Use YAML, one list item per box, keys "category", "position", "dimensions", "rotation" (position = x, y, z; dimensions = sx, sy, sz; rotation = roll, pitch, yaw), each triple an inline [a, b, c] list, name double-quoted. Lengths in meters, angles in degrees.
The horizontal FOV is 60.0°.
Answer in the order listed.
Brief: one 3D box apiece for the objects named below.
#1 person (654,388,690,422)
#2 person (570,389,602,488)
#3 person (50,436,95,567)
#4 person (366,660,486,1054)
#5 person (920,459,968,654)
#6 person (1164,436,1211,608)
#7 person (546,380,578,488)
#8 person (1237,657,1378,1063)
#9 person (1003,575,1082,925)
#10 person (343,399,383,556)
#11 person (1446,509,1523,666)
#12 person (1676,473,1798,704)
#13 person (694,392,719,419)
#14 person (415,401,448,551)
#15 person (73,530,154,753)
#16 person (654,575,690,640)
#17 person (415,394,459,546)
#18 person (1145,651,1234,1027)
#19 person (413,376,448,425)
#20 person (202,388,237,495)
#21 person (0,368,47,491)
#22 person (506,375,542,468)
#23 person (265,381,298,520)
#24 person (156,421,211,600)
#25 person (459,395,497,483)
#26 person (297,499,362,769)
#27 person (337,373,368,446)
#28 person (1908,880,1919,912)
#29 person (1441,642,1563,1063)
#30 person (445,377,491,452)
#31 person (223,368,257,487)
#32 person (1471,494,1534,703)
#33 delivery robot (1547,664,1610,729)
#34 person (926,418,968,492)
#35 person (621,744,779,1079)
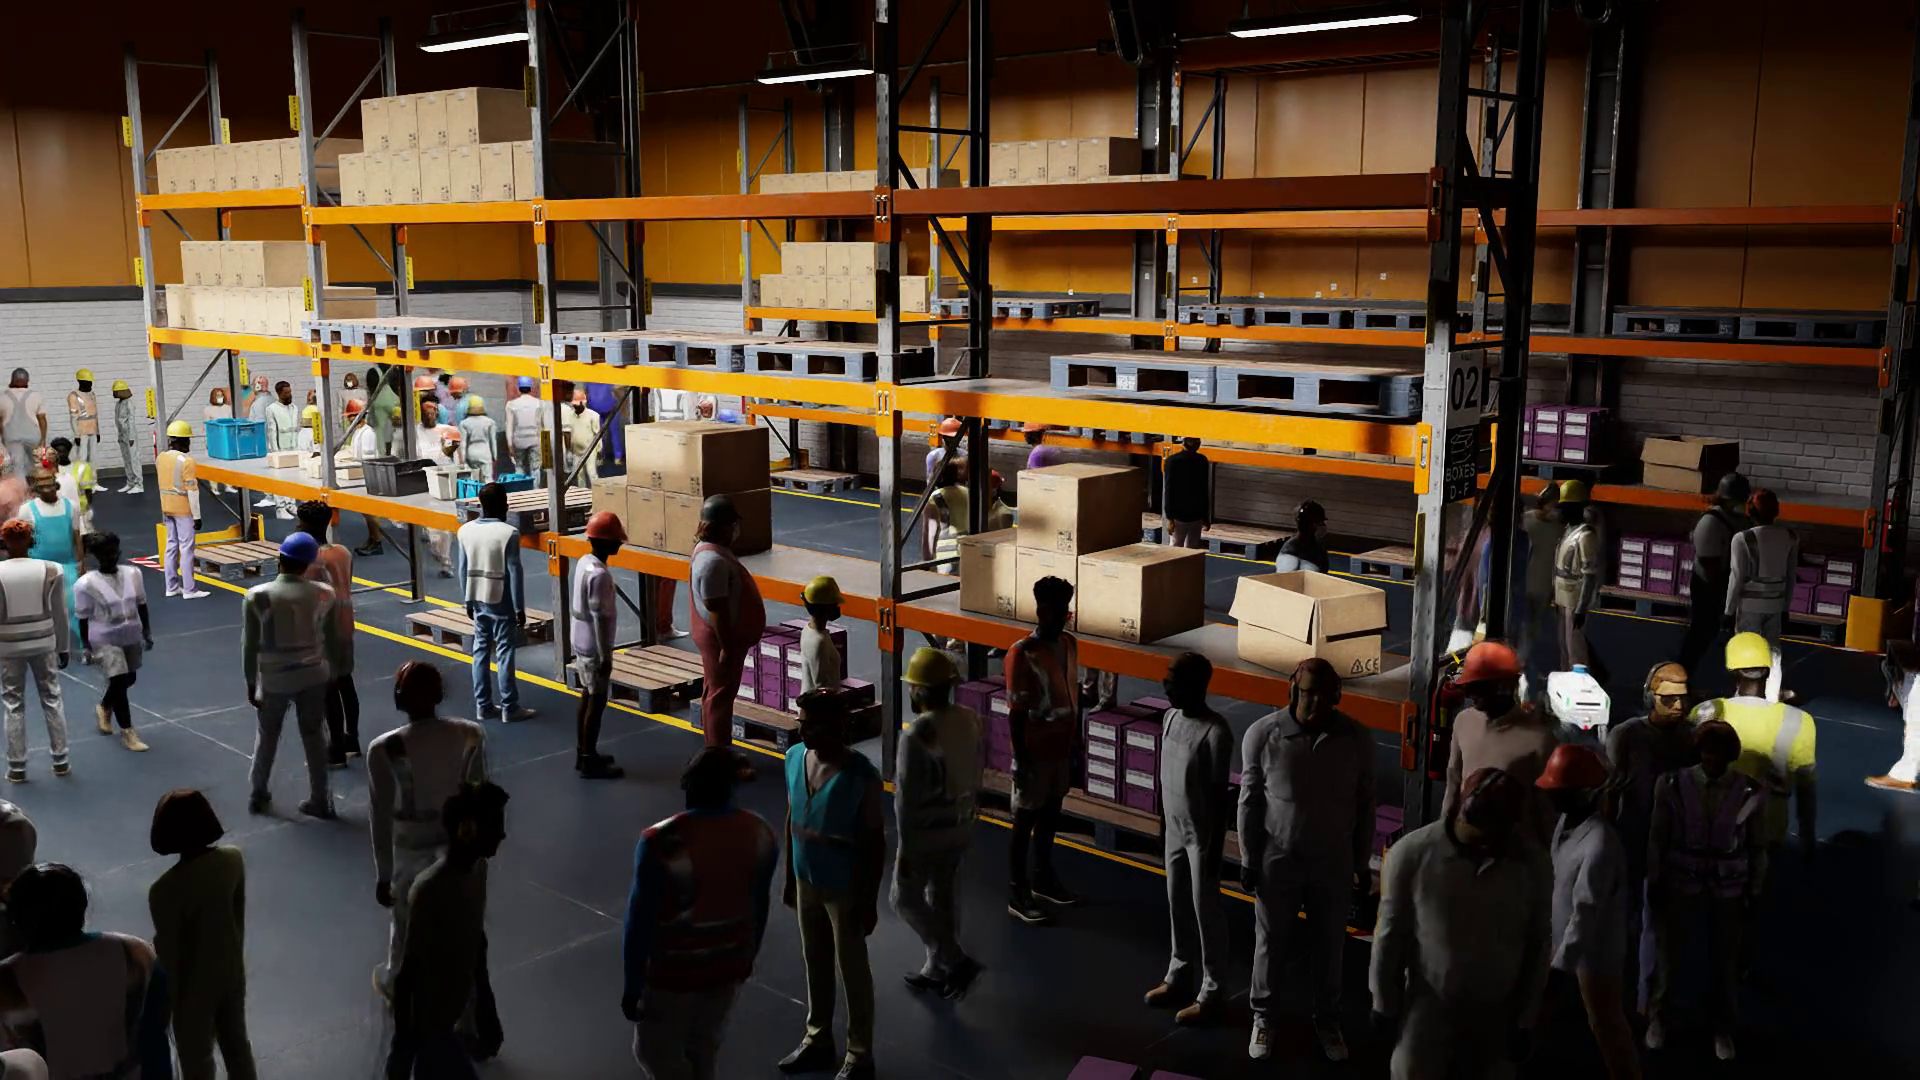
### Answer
- category: "person"
  position: [-4.573, -1.818, 26.449]
  dimensions: [0.568, 1.878, 0.350]
  rotation: [1, 10, 6]
- category: "person"
  position: [-5.465, -1.322, 24.052]
  dimensions: [0.589, 1.730, 0.418]
  rotation: [4, 11, 22]
- category: "person"
  position: [-10.002, -0.345, 18.663]
  dimensions: [0.534, 1.672, 0.638]
  rotation: [-6, 12, -30]
- category: "person"
  position: [-2.570, 1.466, 7.973]
  dimensions: [0.607, 1.833, 0.969]
  rotation: [-8, 13, -38]
- category: "person"
  position: [-0.138, 0.170, 15.298]
  dimensions: [0.429, 1.844, 0.626]
  rotation: [9, 14, 42]
- category: "person"
  position: [2.363, -0.255, 17.262]
  dimensions: [0.609, 1.996, 0.379]
  rotation: [-8, 13, -39]
- category: "person"
  position: [-5.535, -1.255, 23.142]
  dimensions: [0.538, 1.934, 0.661]
  rotation: [-8, 13, -38]
- category: "person"
  position: [1.607, 1.476, 7.711]
  dimensions: [0.642, 1.913, 0.409]
  rotation: [0, 10, 3]
- category: "person"
  position: [0.481, 1.155, 9.374]
  dimensions: [0.367, 1.963, 0.609]
  rotation: [8, 13, 37]
- category: "person"
  position: [-7.305, -0.764, 20.348]
  dimensions: [0.383, 1.929, 0.539]
  rotation: [-7, 12, -34]
- category: "person"
  position: [3.925, 0.615, 12.706]
  dimensions: [0.861, 1.900, 0.666]
  rotation: [-6, 12, -29]
- category: "person"
  position: [6.287, 0.383, 13.524]
  dimensions: [0.711, 2.000, 0.976]
  rotation: [-8, 13, -38]
- category: "person"
  position: [-3.821, -1.590, 25.001]
  dimensions: [0.420, 1.932, 0.620]
  rotation: [-4, 11, -23]
- category: "person"
  position: [-6.557, -0.795, 20.670]
  dimensions: [0.578, 1.867, 0.440]
  rotation: [-4, 11, -20]
- category: "person"
  position: [-6.425, 0.737, 12.577]
  dimensions: [0.779, 1.673, 0.538]
  rotation: [6, 11, 29]
- category: "person"
  position: [-2.859, 0.016, 15.987]
  dimensions: [0.401, 1.908, 0.596]
  rotation: [-10, 14, -43]
- category: "person"
  position: [-6.557, -0.865, 20.892]
  dimensions: [0.948, 1.921, 0.610]
  rotation: [2, 10, 11]
- category: "person"
  position: [1.130, 1.440, 8.132]
  dimensions: [0.346, 1.840, 0.503]
  rotation: [-5, 11, -27]
- category: "person"
  position: [-7.152, -1.183, 22.370]
  dimensions: [0.605, 2.045, 0.378]
  rotation: [6, 11, 29]
- category: "person"
  position: [-11.286, -1.510, 25.380]
  dimensions: [0.267, 1.632, 0.507]
  rotation: [7, 12, 36]
- category: "person"
  position: [-13.774, -1.553, 24.473]
  dimensions: [0.683, 2.000, 0.955]
  rotation: [-4, 11, -23]
- category: "person"
  position: [-7.503, -2.195, 28.627]
  dimensions: [0.641, 1.862, 0.991]
  rotation: [-7, 12, -34]
- category: "person"
  position: [-9.383, -1.254, 23.124]
  dimensions: [0.392, 1.920, 0.587]
  rotation: [2, 10, 13]
- category: "person"
  position: [-8.358, -0.322, 17.881]
  dimensions: [0.583, 1.917, 0.407]
  rotation: [6, 11, 28]
- category: "person"
  position: [-6.712, -1.160, 23.207]
  dimensions: [0.492, 1.709, 0.848]
  rotation: [-3, 11, -17]
- category: "person"
  position: [-4.593, 0.680, 12.057]
  dimensions: [0.371, 1.966, 0.608]
  rotation: [1, 10, 6]
- category: "person"
  position: [-10.333, -2.029, 28.310]
  dimensions: [0.499, 1.634, 0.278]
  rotation: [-1, 10, -8]
- category: "person"
  position: [5.746, 1.243, 9.370]
  dimensions: [0.947, 1.788, 0.571]
  rotation: [-8, 13, -40]
- category: "person"
  position: [2.610, 1.431, 7.901]
  dimensions: [0.961, 1.945, 0.639]
  rotation: [-6, 12, -30]
- category: "person"
  position: [-6.951, -1.350, 23.592]
  dimensions: [0.590, 1.942, 0.647]
  rotation: [1, 10, 8]
- category: "person"
  position: [-11.205, -1.752, 26.003]
  dimensions: [0.451, 1.895, 0.624]
  rotation: [9, 13, 41]
- category: "person"
  position: [4.005, 0.580, 12.408]
  dimensions: [0.374, 2.044, 0.605]
  rotation: [9, 13, 41]
- category: "delivery robot"
  position: [4.769, 1.201, 12.834]
  dimensions: [0.477, 0.478, 0.707]
  rotation: [2, 10, 8]
- category: "person"
  position: [-0.100, -0.364, 18.035]
  dimensions: [0.547, 1.938, 0.377]
  rotation: [-6, 12, -31]
- category: "person"
  position: [-1.038, 1.718, 6.664]
  dimensions: [0.663, 1.807, 0.526]
  rotation: [-8, 13, -38]
